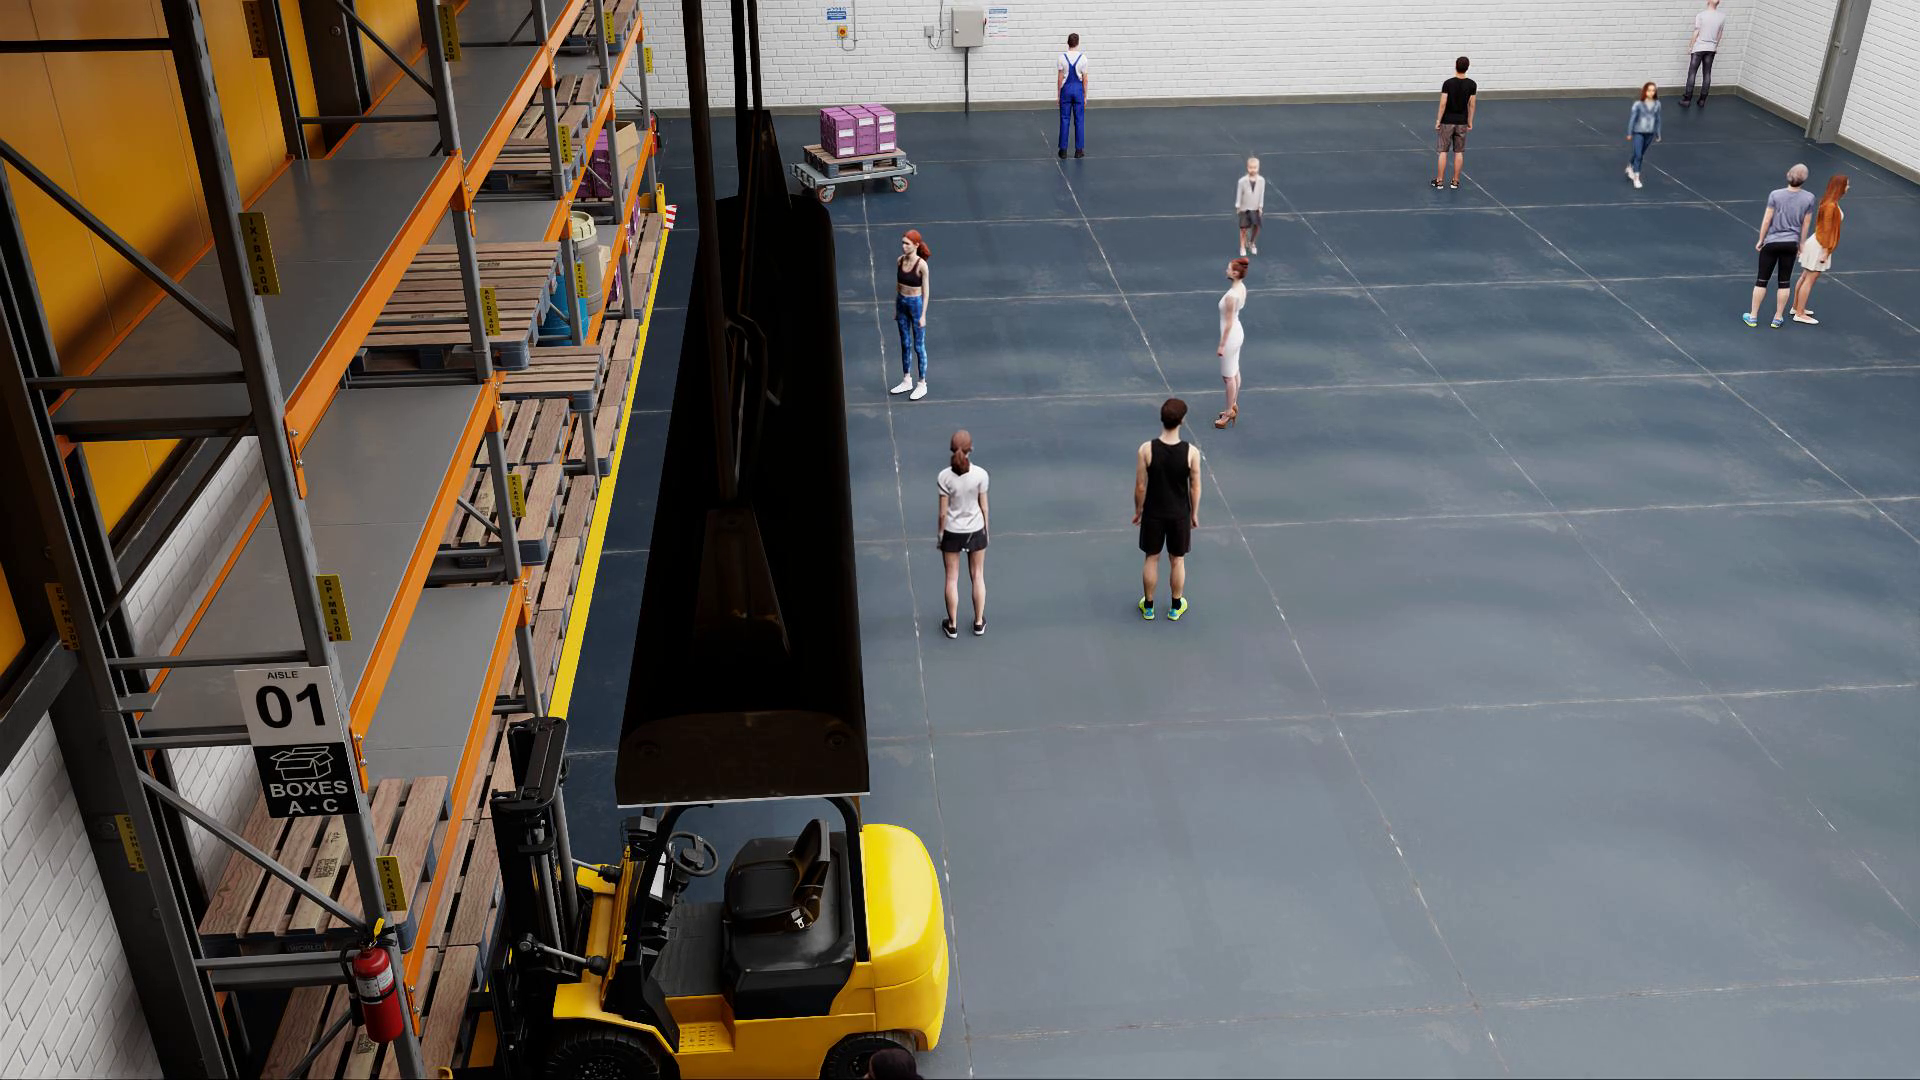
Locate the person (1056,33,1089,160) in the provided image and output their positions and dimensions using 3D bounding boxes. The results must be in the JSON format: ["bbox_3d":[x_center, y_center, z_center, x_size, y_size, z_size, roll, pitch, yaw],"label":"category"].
[{"bbox_3d":[1.688,-6.735,25.188,0.663,1.849,0.627,2,29,4],"label":"person"}]

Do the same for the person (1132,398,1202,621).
[{"bbox_3d":[1.639,-0.229,13.217,0.730,1.891,0.660,4,29,7],"label":"person"}]

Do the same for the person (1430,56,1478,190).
[{"bbox_3d":[7.057,-5.971,23.774,0.705,1.861,0.597,1,29,1],"label":"person"}]

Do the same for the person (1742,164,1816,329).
[{"bbox_3d":[9.347,-3.349,18.940,0.731,1.888,0.718,9,30,15],"label":"person"}]

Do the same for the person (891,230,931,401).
[{"bbox_3d":[-0.502,-2.339,17.195,0.692,1.785,0.749,20,35,32],"label":"person"}]

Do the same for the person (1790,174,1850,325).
[{"bbox_3d":[9.889,-3.374,19.158,0.743,1.723,0.617,8,30,13],"label":"person"}]

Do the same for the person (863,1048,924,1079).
[{"bbox_3d":[-0.277,2.952,7.521,0.739,1.760,0.572,-5,29,-9],"label":"person"}]

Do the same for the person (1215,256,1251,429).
[{"bbox_3d":[2.700,-1.966,16.503,0.690,1.792,0.558,11,30,19],"label":"person"}]

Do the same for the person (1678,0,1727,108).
[{"bbox_3d":[12.500,-8.231,27.948,0.656,1.832,0.579,-1,29,-2],"label":"person"}]

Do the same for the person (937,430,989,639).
[{"bbox_3d":[0.021,-0.042,13.018,0.555,1.752,0.539,-3,29,-5],"label":"person"}]

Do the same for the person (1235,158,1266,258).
[{"bbox_3d":[3.700,-4.273,21.281,0.542,1.267,0.571,1,29,2],"label":"person"}]

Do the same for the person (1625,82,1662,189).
[{"bbox_3d":[9.852,-5.879,24.039,0.571,1.447,0.977,-2,29,-3],"label":"person"}]
